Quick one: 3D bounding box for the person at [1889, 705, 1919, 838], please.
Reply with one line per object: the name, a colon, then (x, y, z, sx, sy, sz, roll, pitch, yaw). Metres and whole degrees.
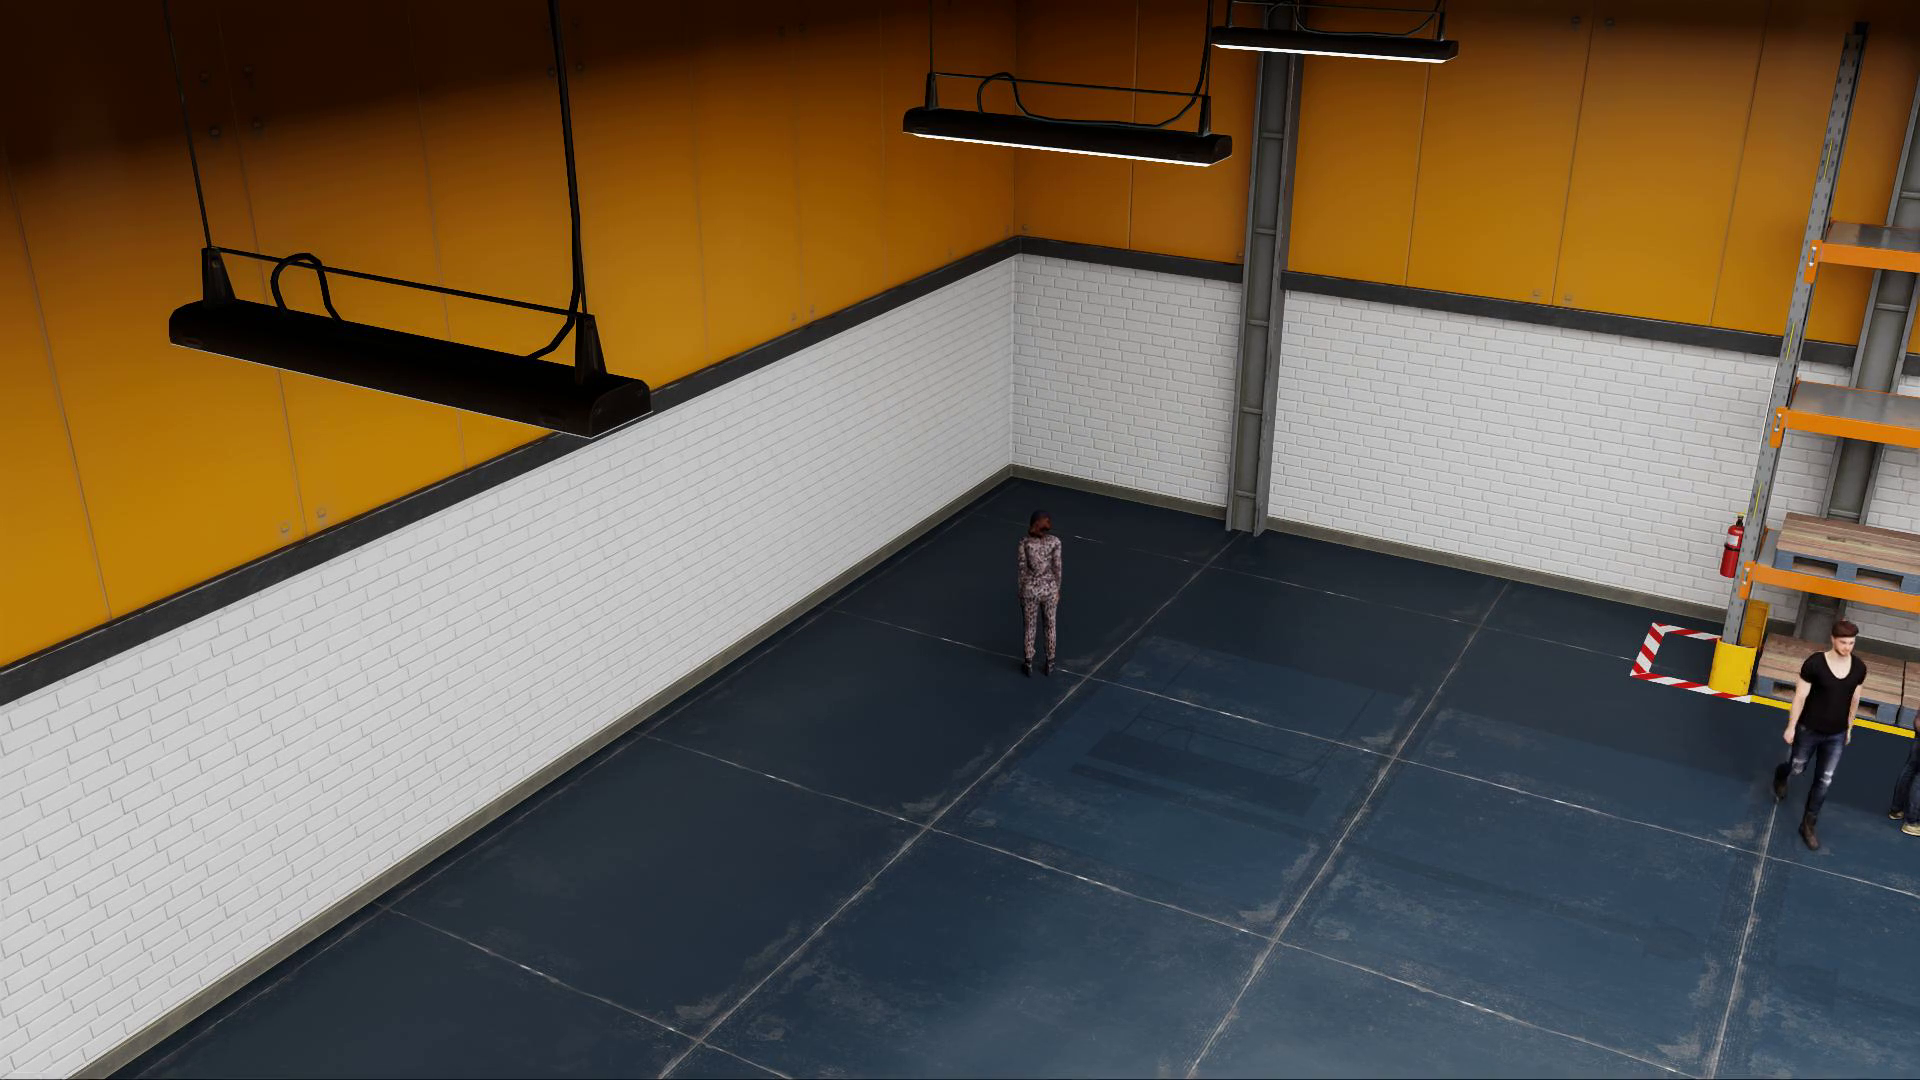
person: (7.801, 1.525, 13.346, 0.672, 1.778, 0.701, 4, 24, 8)

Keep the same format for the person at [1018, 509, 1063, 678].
person: (0.752, 0.494, 15.785, 0.658, 1.714, 0.741, -1, 24, -3)

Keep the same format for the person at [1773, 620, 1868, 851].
person: (6.878, 1.472, 13.349, 1.172, 1.872, 1.003, 4, 24, 8)
